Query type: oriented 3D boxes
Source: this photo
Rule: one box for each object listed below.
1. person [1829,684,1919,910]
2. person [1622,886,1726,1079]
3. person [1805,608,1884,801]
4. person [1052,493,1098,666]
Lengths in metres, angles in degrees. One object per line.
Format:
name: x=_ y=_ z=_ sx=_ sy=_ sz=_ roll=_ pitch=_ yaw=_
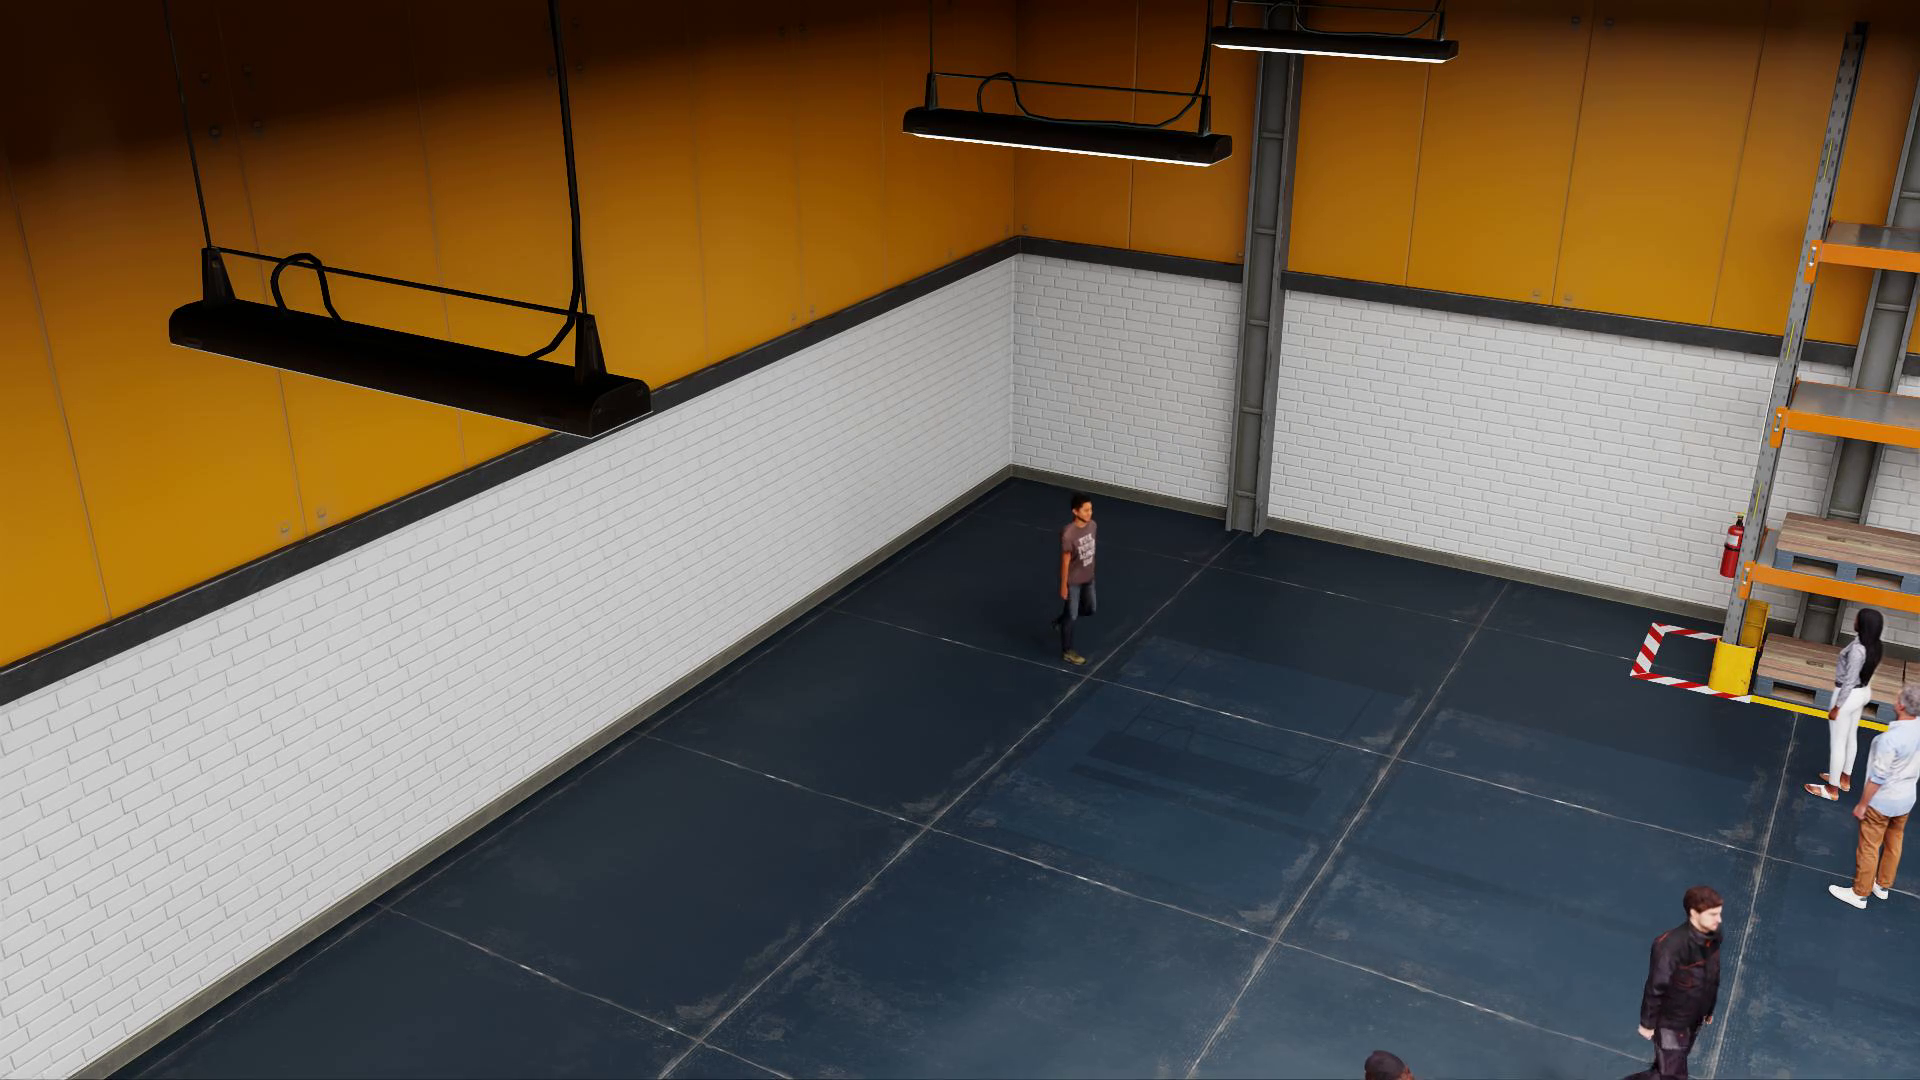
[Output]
person: x=6.936 y=1.906 z=12.413 sx=0.770 sy=1.827 sz=0.786 roll=-10 pitch=26 yaw=-22
person: x=4.327 y=2.863 z=10.222 sx=0.841 sy=1.829 sz=0.854 roll=-17 pitch=29 yaw=-33
person: x=7.397 y=1.343 z=13.831 sx=0.661 sy=1.724 sz=0.625 roll=-18 pitch=29 yaw=-35
person: x=1.055 y=0.338 z=16.079 sx=0.753 sy=1.764 sz=0.858 roll=-20 pitch=31 yaw=-38
